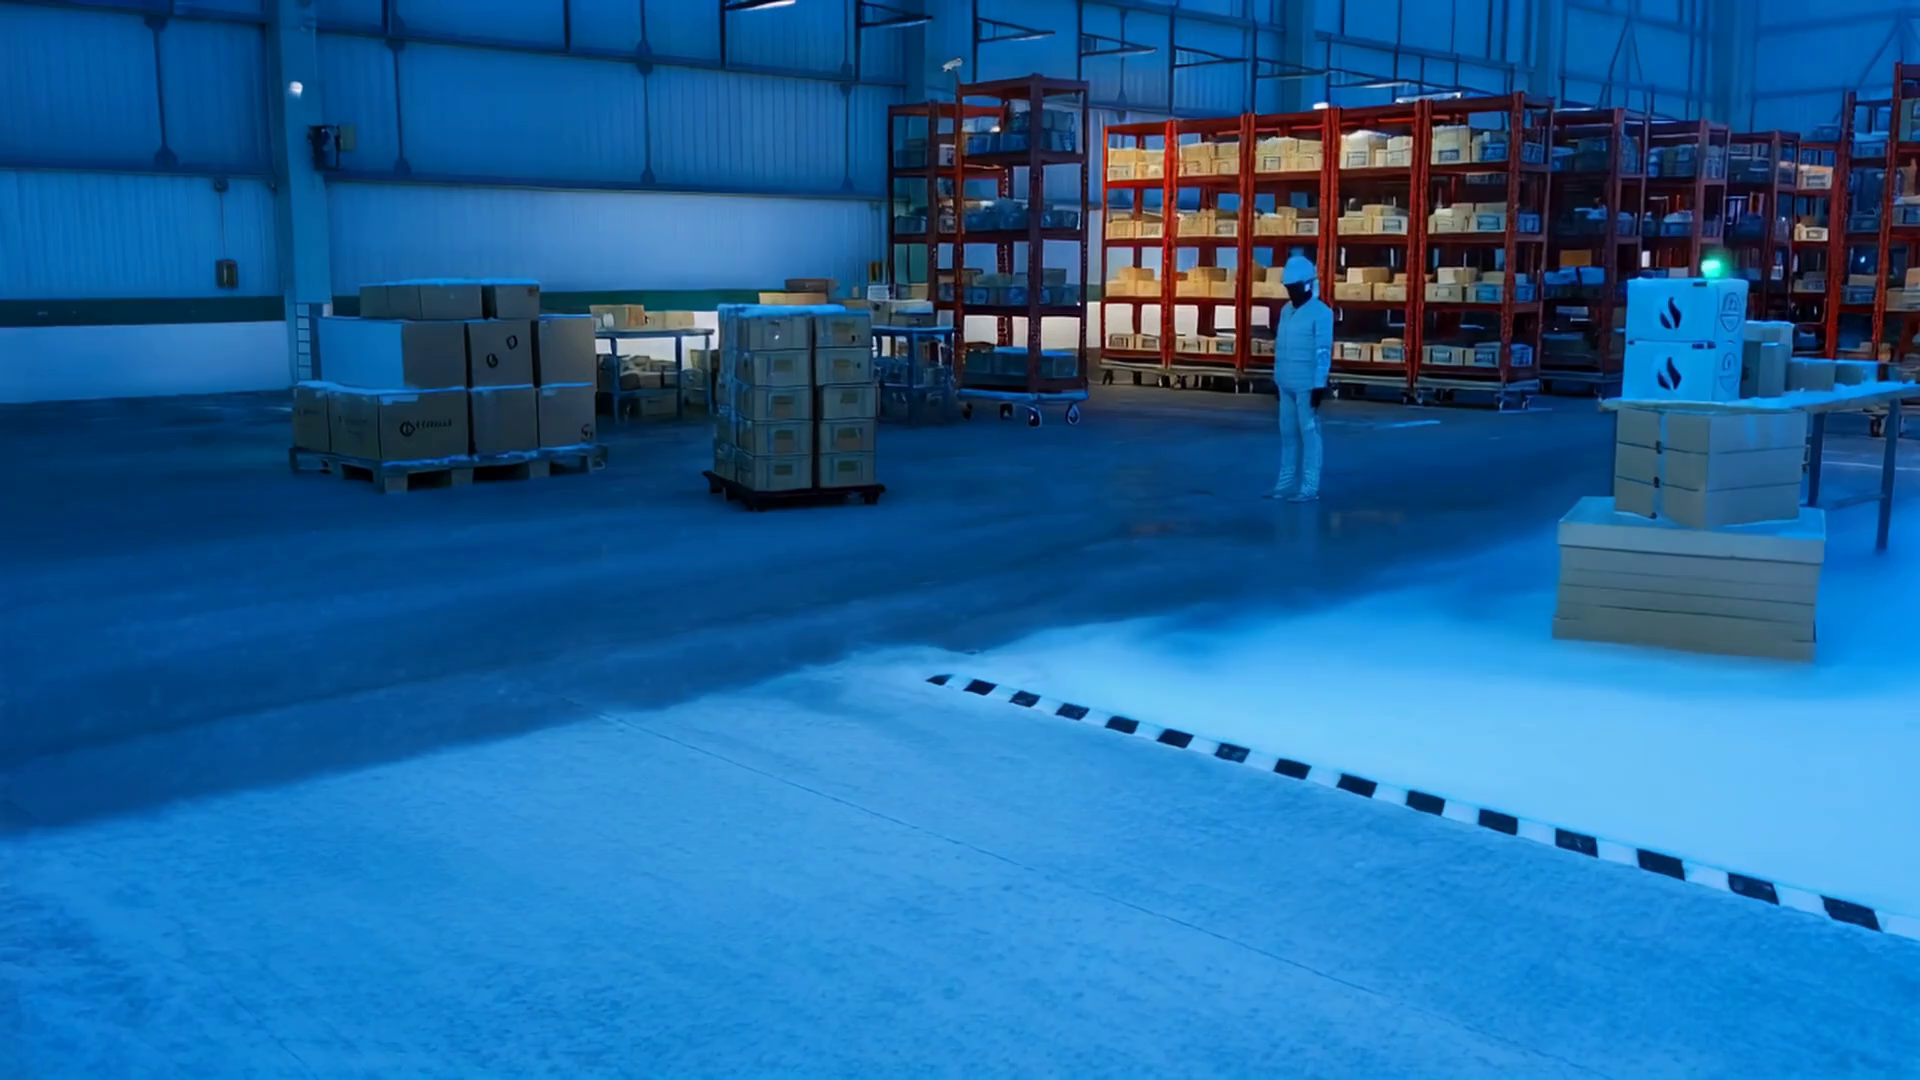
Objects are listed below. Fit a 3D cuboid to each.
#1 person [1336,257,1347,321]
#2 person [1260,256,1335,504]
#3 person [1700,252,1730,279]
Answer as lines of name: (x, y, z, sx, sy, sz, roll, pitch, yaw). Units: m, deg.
person: (6.742, -4.113, 29.561, 0.597, 1.818, 0.423, 7, 12, 36)
person: (2.395, -1.133, 11.810, 0.328, 1.750, 0.560, -5, 11, -27)
person: (6.832, -1.718, 15.172, 0.581, 1.810, 0.929, 6, 11, 30)
